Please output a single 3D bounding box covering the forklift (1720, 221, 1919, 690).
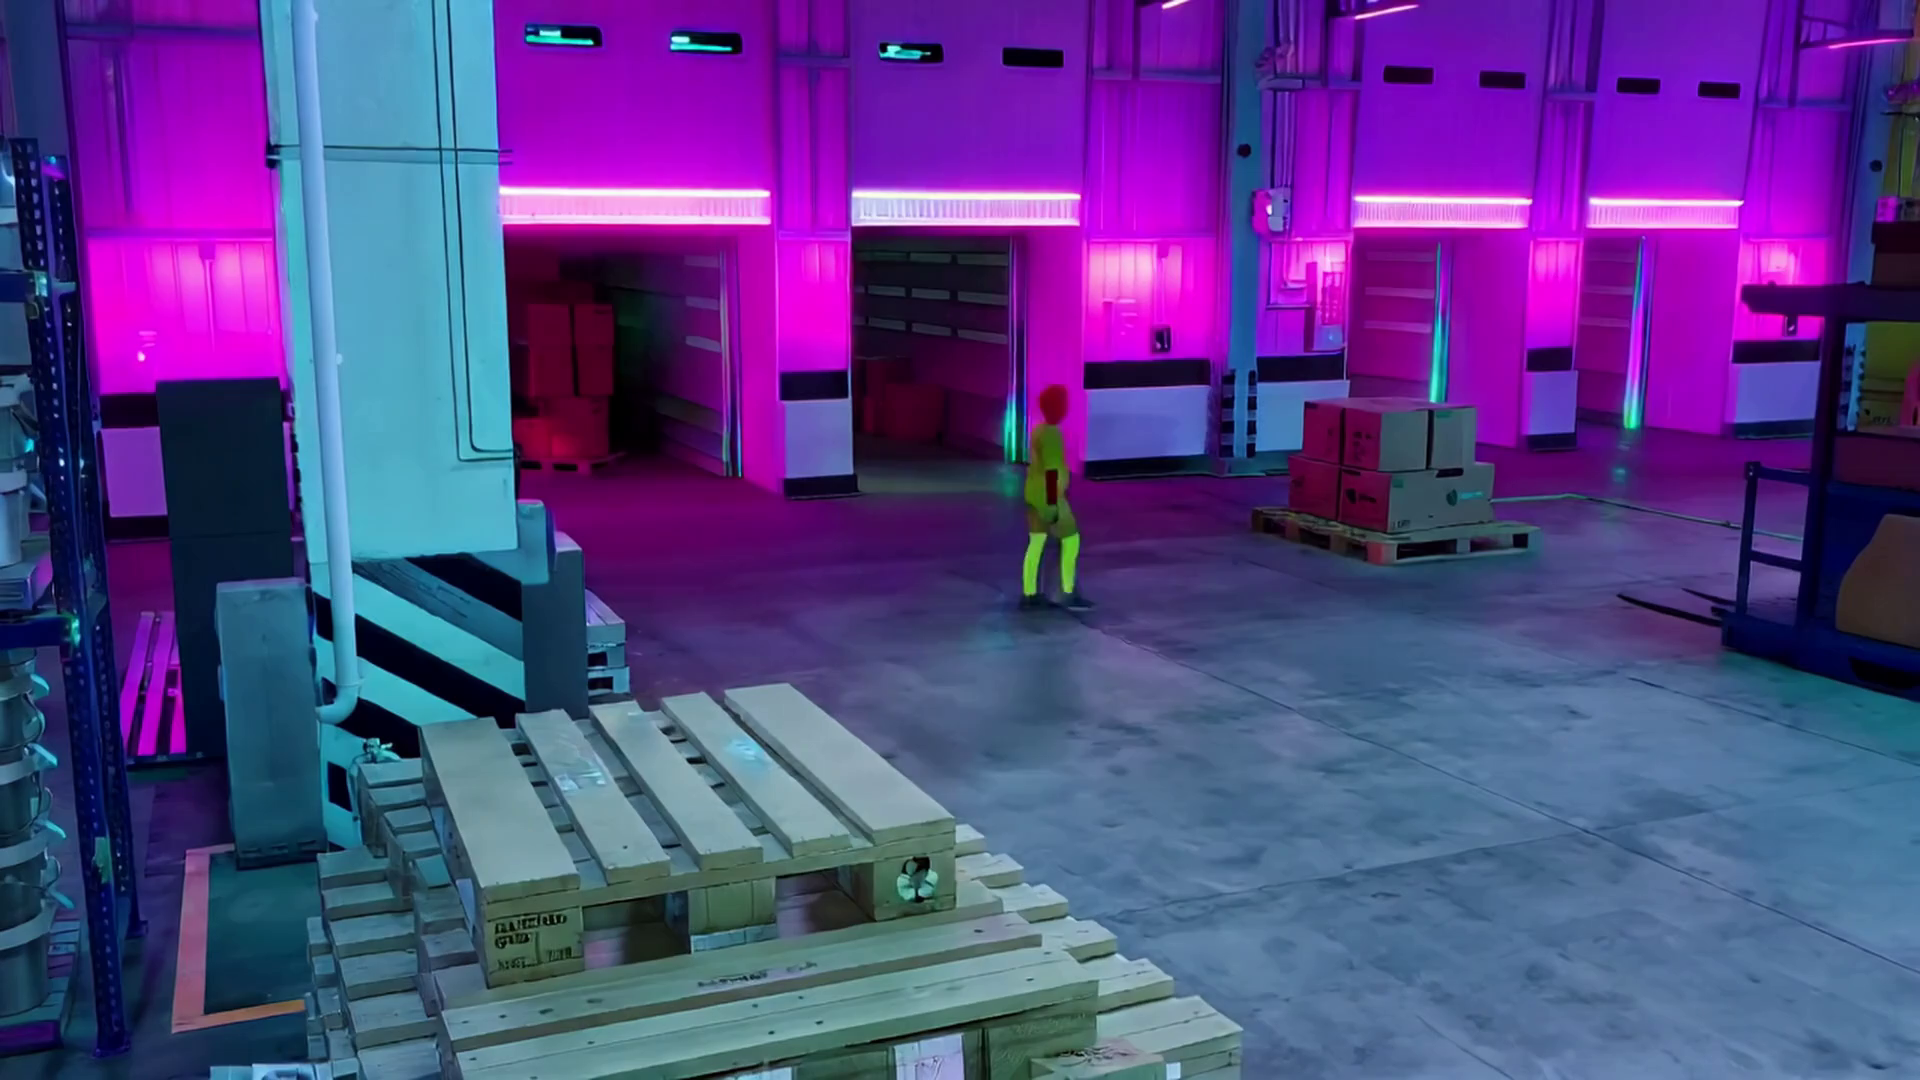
[{"bbox_3d":[5.949,-0.550,10.218,1.129,2.768,1.873,-4,11,-23],"label":"forklift"}]

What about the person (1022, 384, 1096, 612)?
[{"bbox_3d":[0.748,-0.297,12.112,0.656,1.671,0.557,-2,11,-12],"label":"person"}]
